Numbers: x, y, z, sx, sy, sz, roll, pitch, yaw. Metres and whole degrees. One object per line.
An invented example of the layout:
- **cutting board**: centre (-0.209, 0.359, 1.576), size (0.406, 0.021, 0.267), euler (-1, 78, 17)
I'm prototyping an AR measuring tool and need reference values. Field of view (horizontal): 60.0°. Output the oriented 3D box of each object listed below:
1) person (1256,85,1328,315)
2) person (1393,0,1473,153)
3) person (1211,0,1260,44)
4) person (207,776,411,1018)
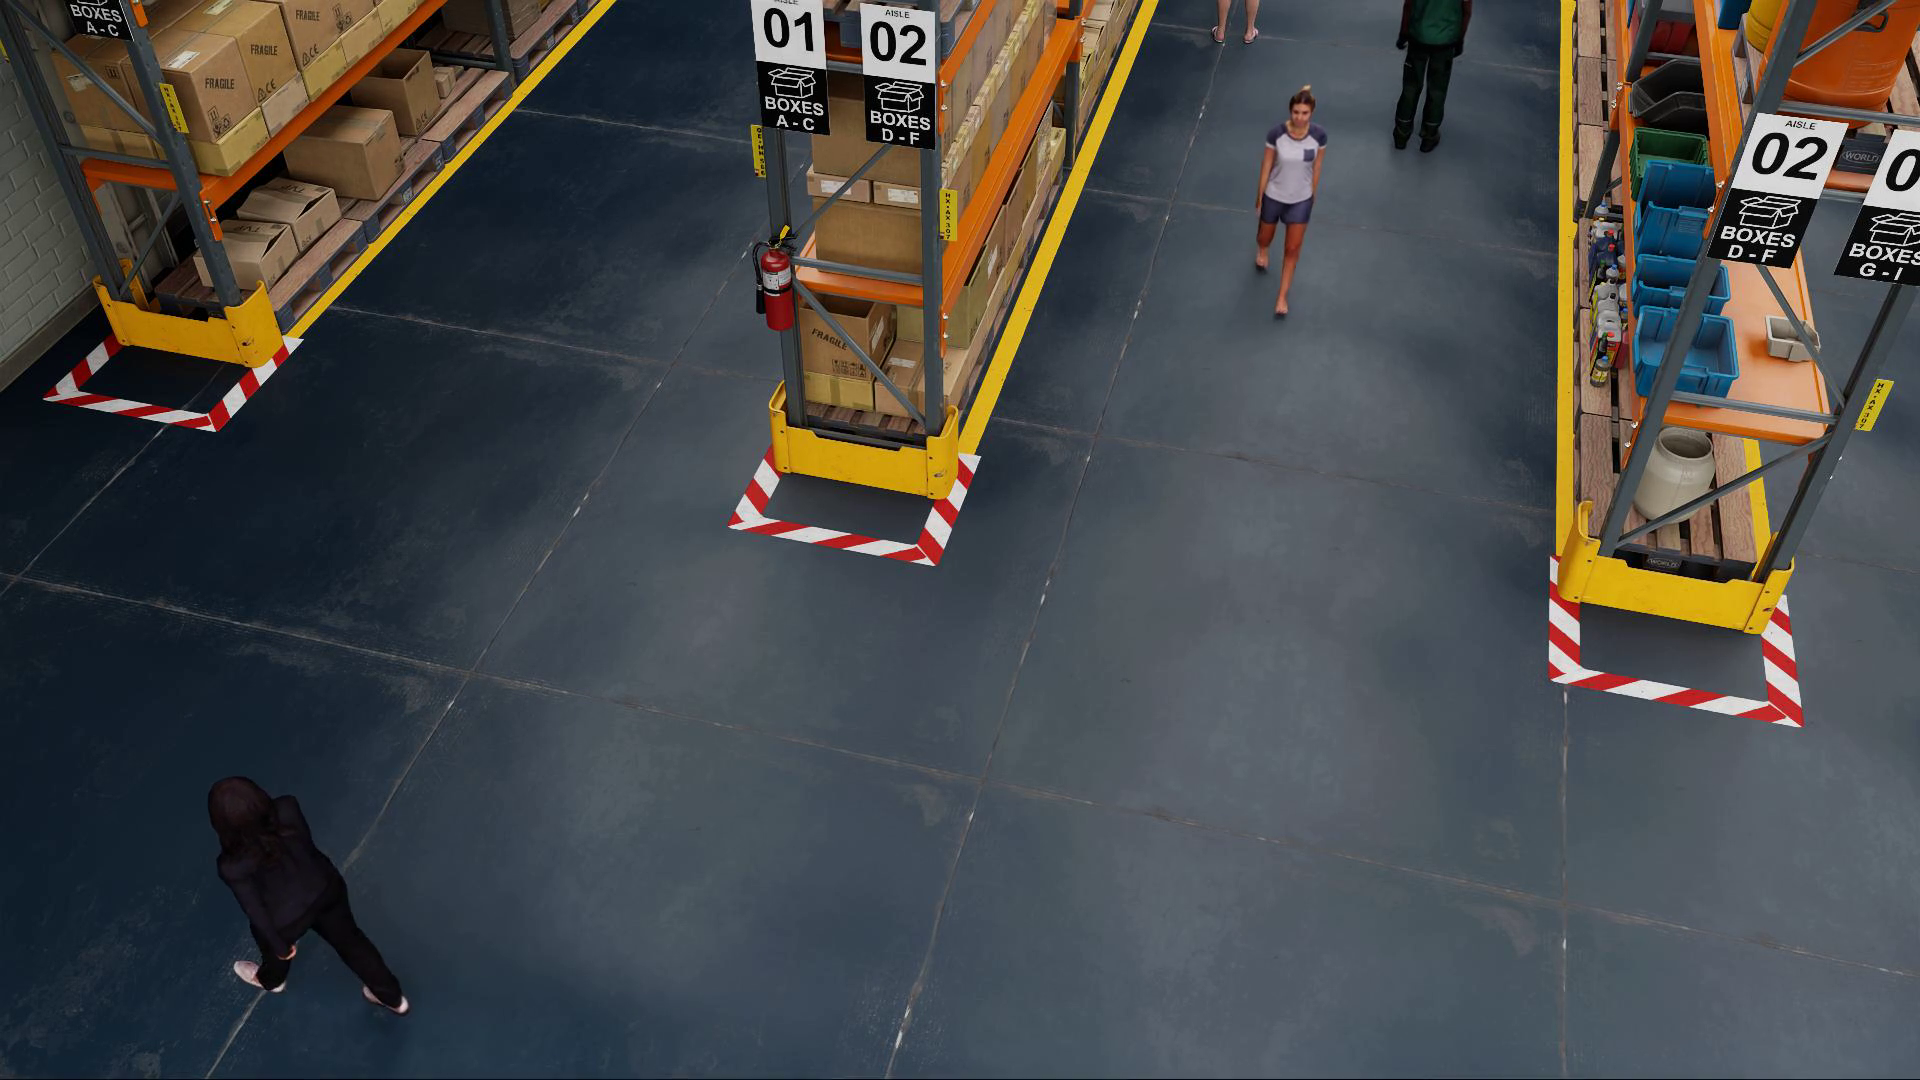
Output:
- **person**: centre (2.292, -2.443, 11.687), size (0.663, 1.599, 1.013), euler (5, 43, 6)
- **person**: centre (3.727, -3.943, 13.118), size (0.701, 1.838, 0.634), euler (15, 45, 15)
- **person**: centre (2.479, -5.255, 14.529), size (0.687, 1.830, 0.577), euler (5, 43, 6)
- **person**: centre (-2.856, 1.633, 7.345), size (0.785, 1.567, 1.061), euler (15, 45, 15)
